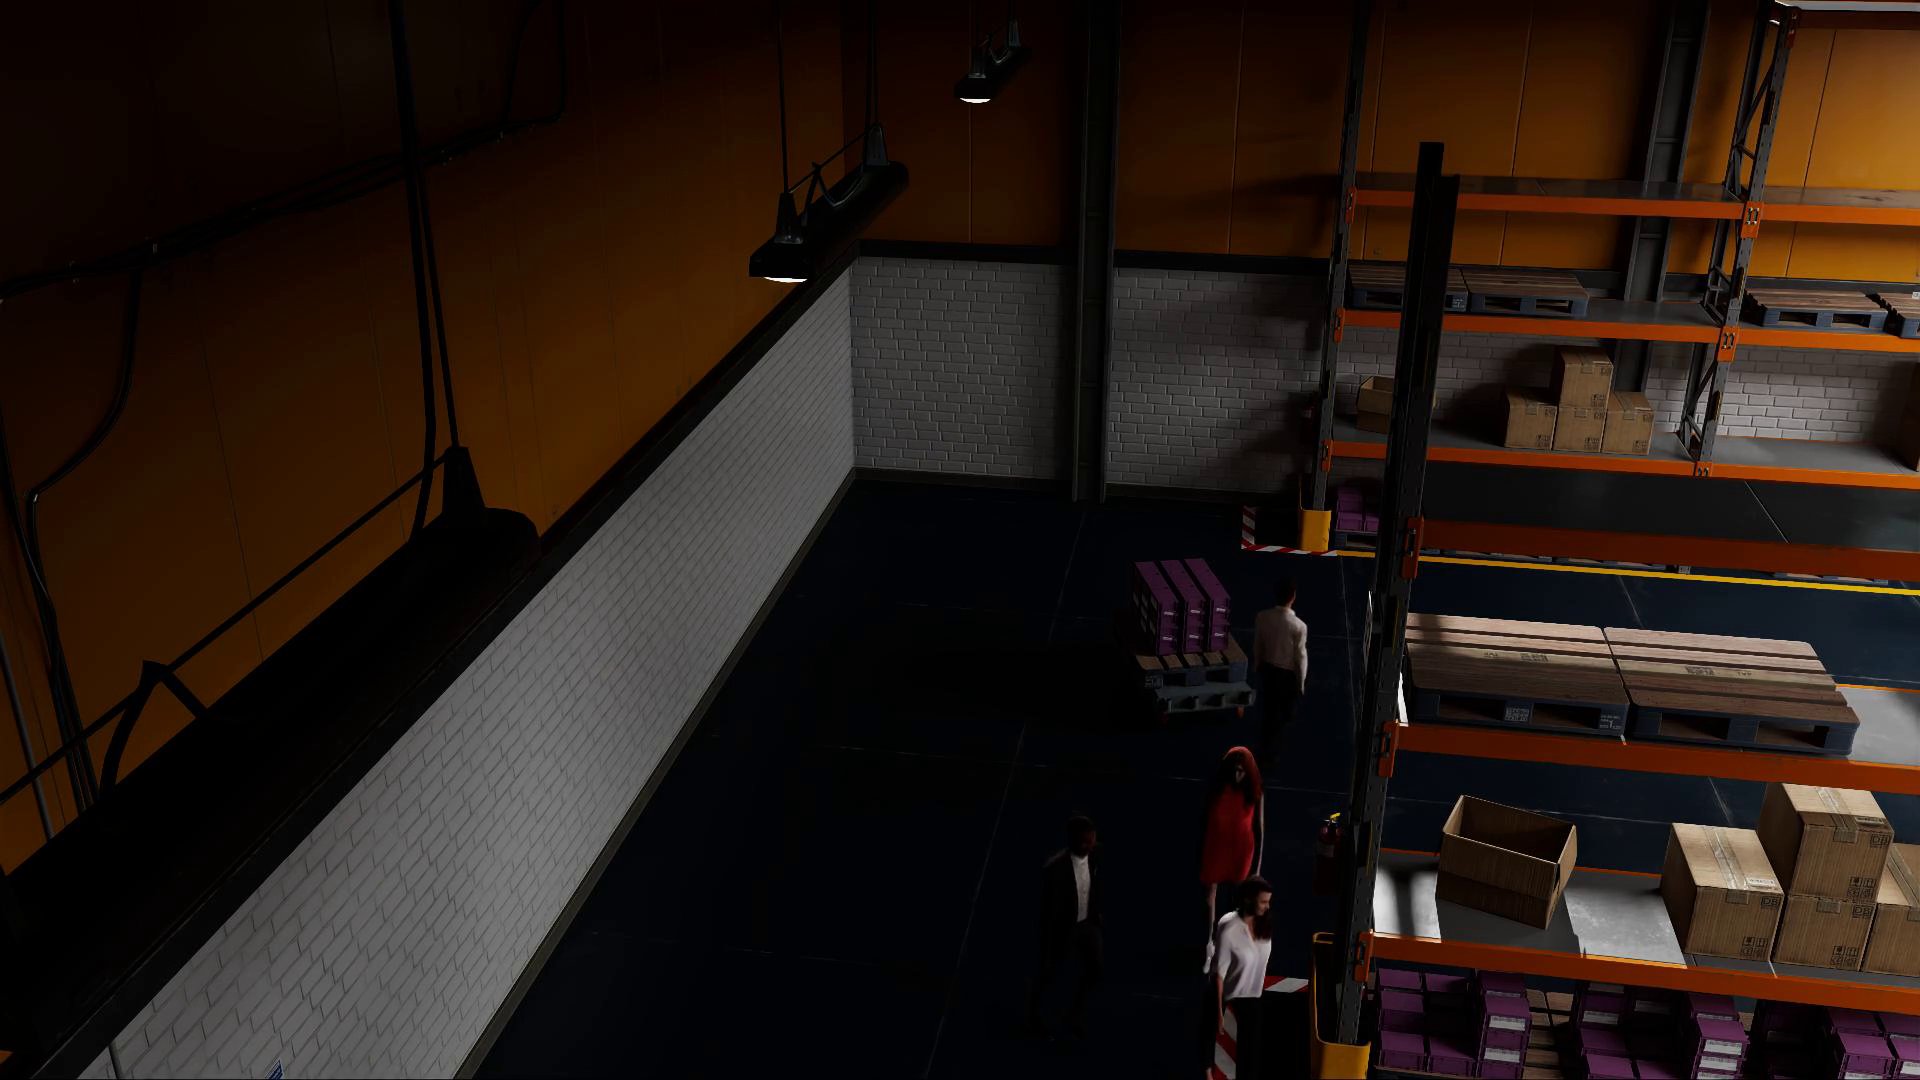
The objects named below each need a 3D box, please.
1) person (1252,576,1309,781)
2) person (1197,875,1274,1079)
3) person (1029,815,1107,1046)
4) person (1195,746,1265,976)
[{"bbox_3d":[2.657,1.221,14.107,0.953,1.847,0.966,18,29,35],"label":"person"},{"bbox_3d":[1.691,2.830,10.545,1.070,1.750,1.025,-7,25,-16],"label":"person"},{"bbox_3d":[0.678,2.563,11.125,0.973,1.775,1.016,-16,28,-32],"label":"person"},{"bbox_3d":[1.935,2.214,11.886,0.646,1.806,0.716,7,24,15],"label":"person"}]
